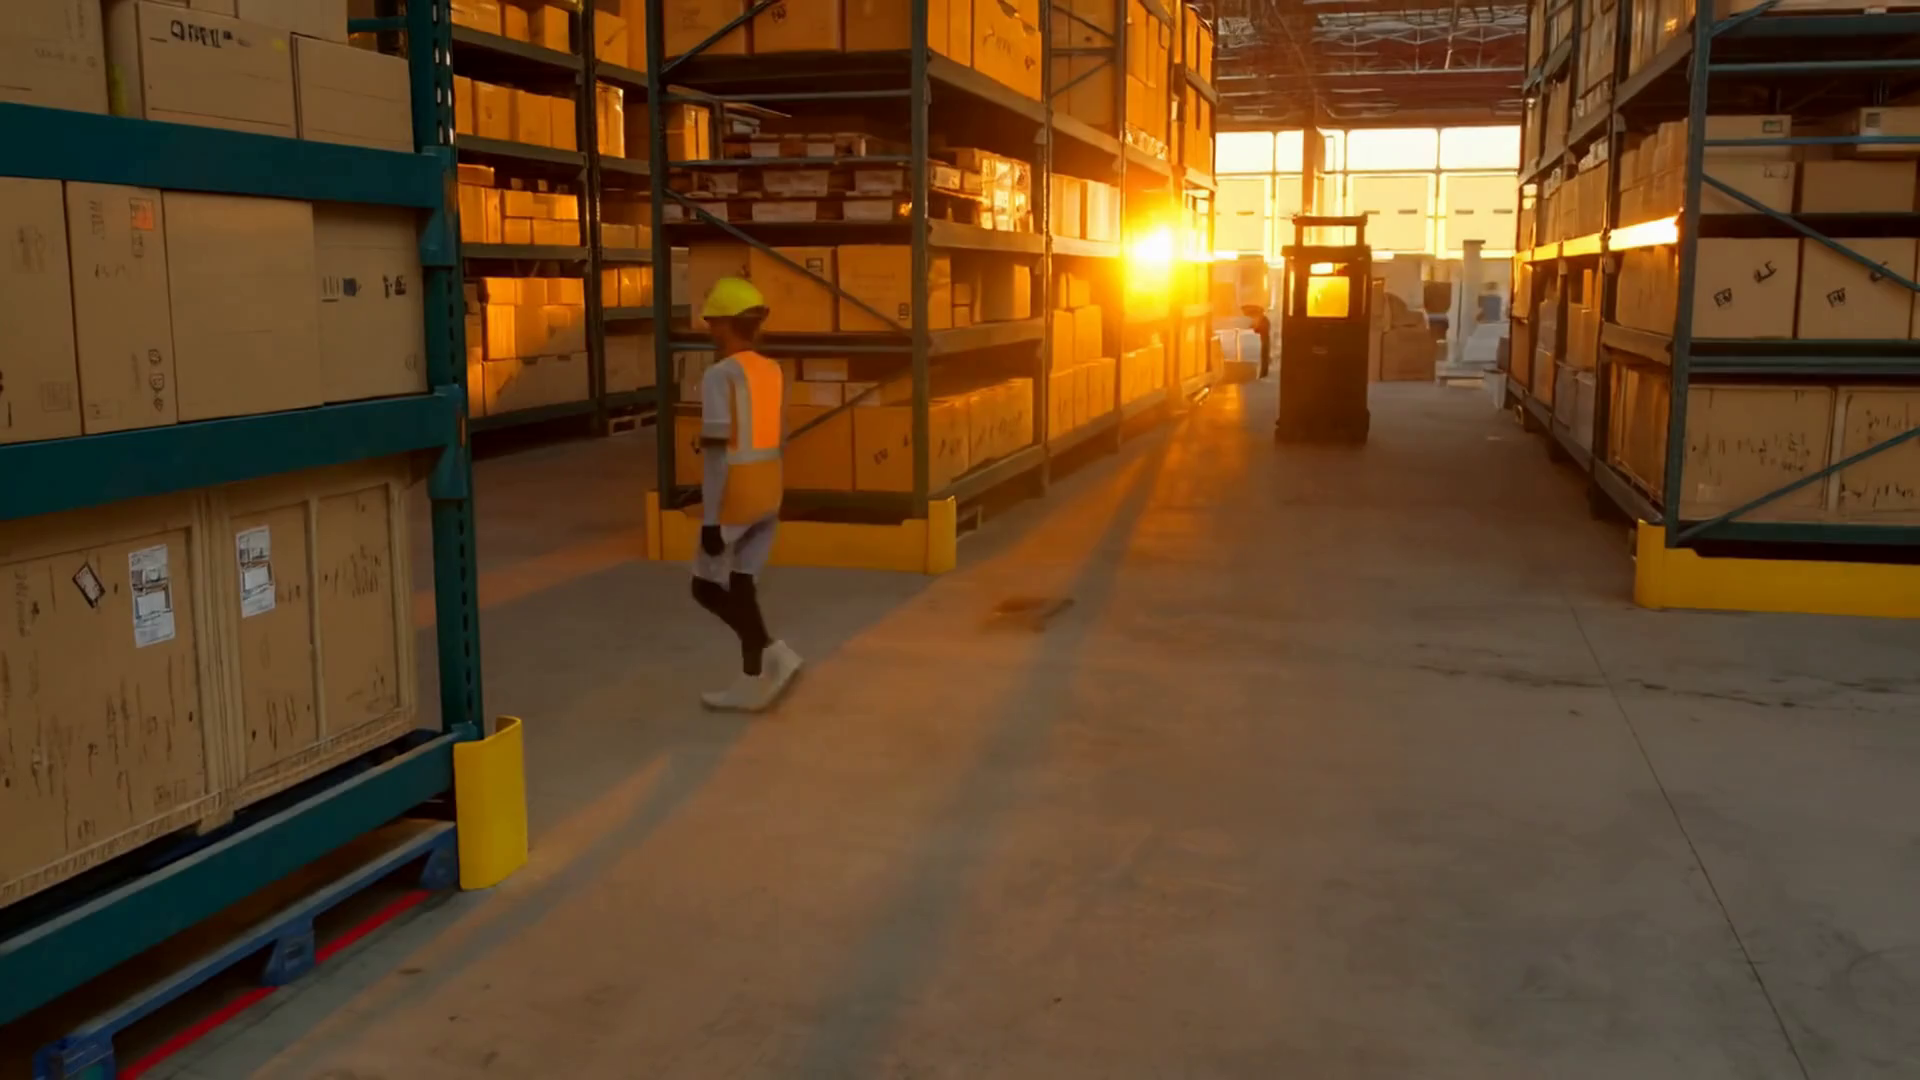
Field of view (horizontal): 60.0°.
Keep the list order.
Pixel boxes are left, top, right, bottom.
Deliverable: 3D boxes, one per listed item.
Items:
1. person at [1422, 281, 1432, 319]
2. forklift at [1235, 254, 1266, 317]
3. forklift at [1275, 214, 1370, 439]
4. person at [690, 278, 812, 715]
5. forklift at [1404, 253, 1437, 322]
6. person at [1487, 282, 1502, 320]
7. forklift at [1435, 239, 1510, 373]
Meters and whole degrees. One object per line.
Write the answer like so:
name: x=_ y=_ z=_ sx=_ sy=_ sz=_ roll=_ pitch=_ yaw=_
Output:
person: x=14.148 y=-6.799 z=49.991 sx=0.383 sy=1.931 sz=0.628 roll=-7 pitch=12 yaw=-39
forklift: x=9.764 y=-8.224 z=56.022 sx=1.129 sy=2.768 sz=1.873 roll=5 pitch=10 yaw=27
forklift: x=4.711 y=-2.765 z=21.337 sx=1.129 sy=2.768 sz=1.873 roll=2 pitch=9 yaw=15
person: x=-0.959 y=-0.172 z=7.569 sx=0.526 sy=2.023 sz=0.626 roll=4 pitch=10 yaw=24
forklift: x=14.923 y=-7.899 z=53.958 sx=1.129 sy=2.768 sz=1.873 roll=-2 pitch=9 yaw=-11
person: x=15.004 y=-6.295 z=46.822 sx=0.565 sy=1.912 sz=0.541 roll=-1 pitch=9 yaw=-6
forklift: x=10.790 y=-4.944 z=35.185 sx=1.873 sy=2.768 sz=1.129 roll=2 pitch=9 yaw=15
